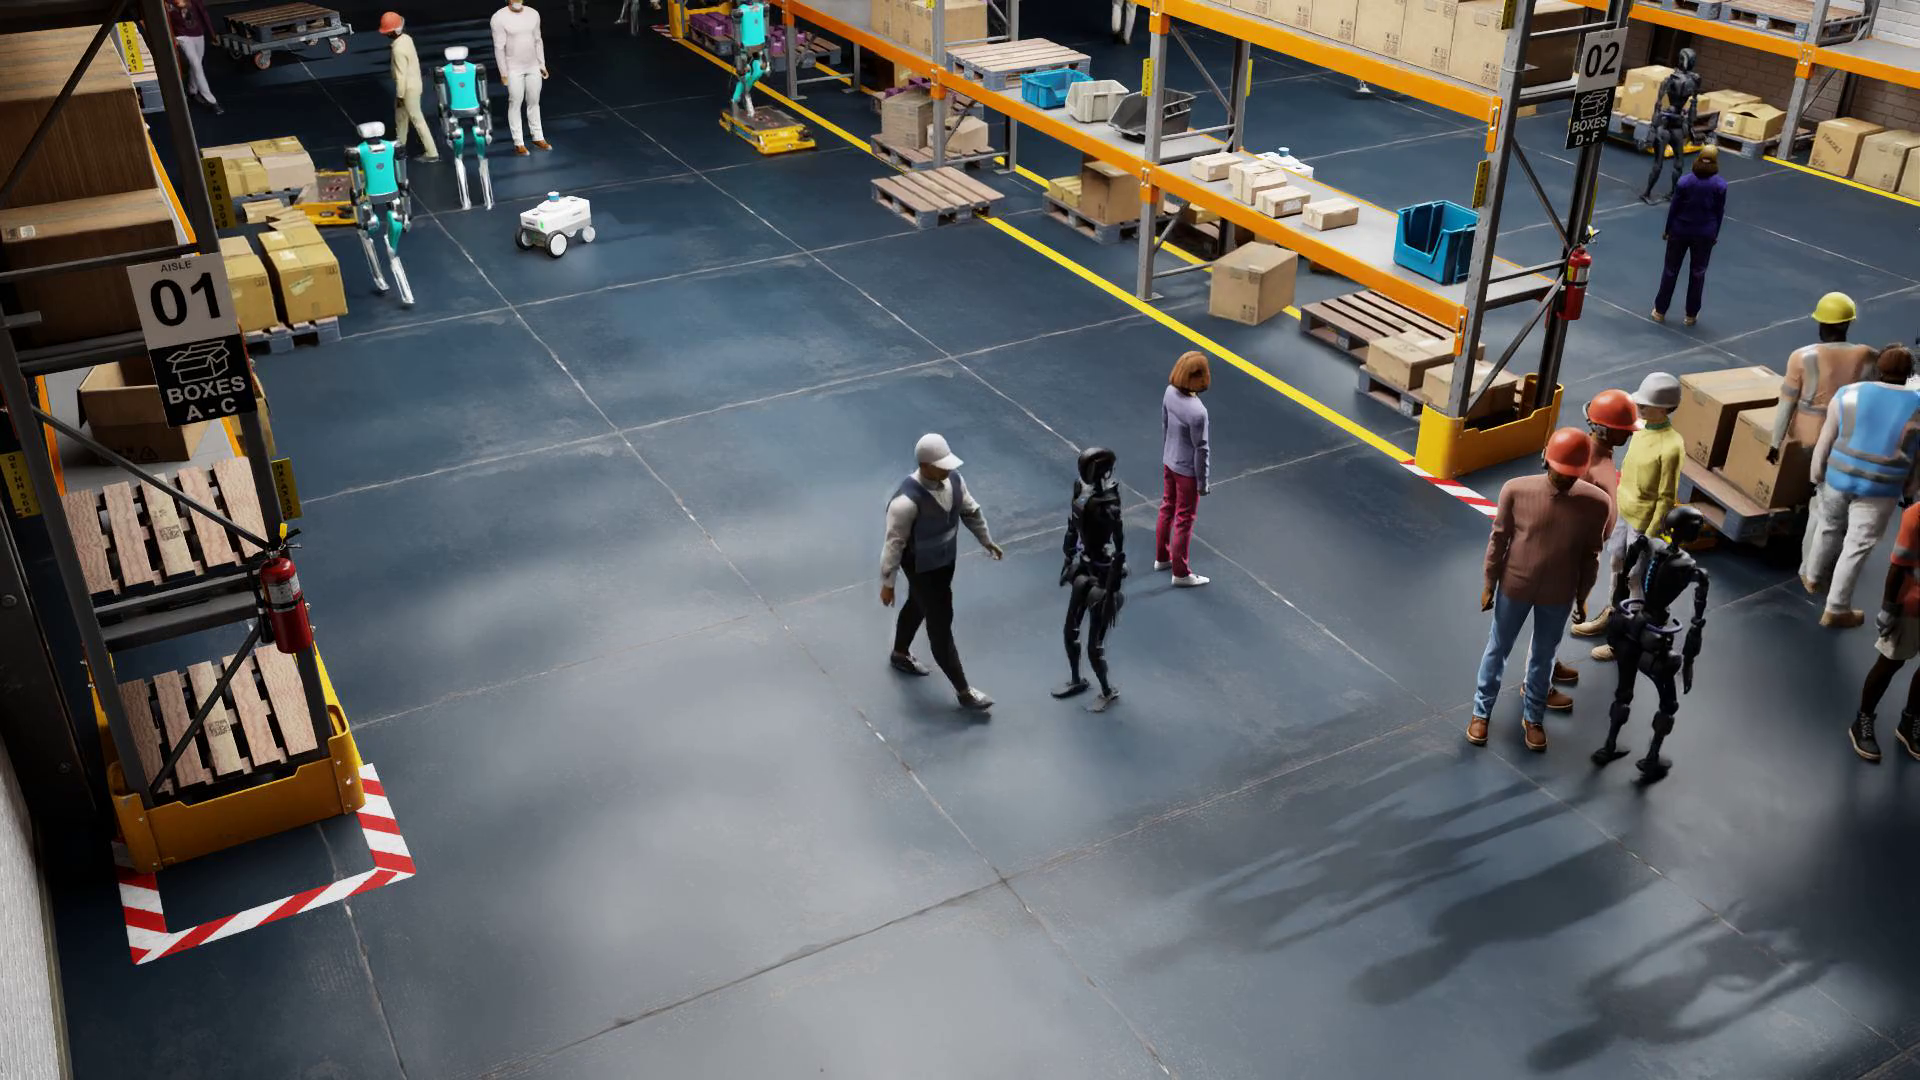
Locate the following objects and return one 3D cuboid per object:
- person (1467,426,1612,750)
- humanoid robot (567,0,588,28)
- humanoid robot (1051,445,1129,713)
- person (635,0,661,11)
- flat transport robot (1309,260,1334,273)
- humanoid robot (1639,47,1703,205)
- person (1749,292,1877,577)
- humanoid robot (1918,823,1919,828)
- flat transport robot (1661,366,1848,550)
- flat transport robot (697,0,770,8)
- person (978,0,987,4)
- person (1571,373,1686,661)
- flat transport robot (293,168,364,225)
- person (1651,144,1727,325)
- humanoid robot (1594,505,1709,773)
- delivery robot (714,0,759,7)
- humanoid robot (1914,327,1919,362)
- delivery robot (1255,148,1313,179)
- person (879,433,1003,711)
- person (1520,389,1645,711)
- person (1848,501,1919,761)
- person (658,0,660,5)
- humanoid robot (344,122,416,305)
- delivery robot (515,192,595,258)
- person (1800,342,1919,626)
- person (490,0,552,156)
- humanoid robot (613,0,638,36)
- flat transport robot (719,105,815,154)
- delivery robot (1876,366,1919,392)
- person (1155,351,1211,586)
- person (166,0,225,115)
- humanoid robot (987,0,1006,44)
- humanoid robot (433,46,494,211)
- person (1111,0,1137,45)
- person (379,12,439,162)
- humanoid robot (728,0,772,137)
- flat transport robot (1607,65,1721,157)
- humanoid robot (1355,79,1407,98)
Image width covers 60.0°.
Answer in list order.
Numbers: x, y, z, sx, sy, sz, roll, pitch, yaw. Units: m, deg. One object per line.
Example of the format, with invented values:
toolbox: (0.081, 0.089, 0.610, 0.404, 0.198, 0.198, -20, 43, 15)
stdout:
person: (3.198, 0.267, 9.217, 0.608, 1.992, 0.379, 6, 30, 10)
humanoid robot: (-5.785, -8.506, 24.800, 0.606, 1.649, 0.355, -6, 30, -11)
humanoid robot: (0.740, 0.231, 9.599, 0.455, 1.655, 0.609, -13, 32, -22)
person: (-4.928, -9.176, 25.806, 0.622, 1.845, 0.431, -12, 32, -20)
flat transport robot: (4.172, -2.710, 16.128, 1.431, 0.231, 0.659, 11, 32, 19)
humanoid robot: (7.541, -4.360, 17.579, 0.607, 1.647, 0.384, -12, 32, -19)
person: (5.674, -0.699, 11.017, 0.611, 1.883, 0.691, 4, 30, 7)
humanoid robot: (5.439, 0.880, 8.499, 0.481, 1.642, 0.616, -22, 36, -33)
flat transport robot: (5.540, -0.233, 11.815, 1.431, 0.231, 0.659, -7, 31, -13)
flat transport robot: (-3.423, -8.639, 26.448, 1.431, 0.231, 0.659, -10, 31, -17)
person: (0.163, -6.747, 21.543, 0.403, 1.890, 0.695, -16, 33, -25)
person: (4.085, -0.141, 10.032, 0.397, 1.887, 0.485, -4, 30, -6)
flat transport robot: (-6.678, -3.678, 17.812, 0.659, 0.231, 1.431, -4, 30, -7)
person: (6.497, -2.717, 14.775, 0.456, 1.623, 0.343, 11, 32, 19)
humanoid robot: (3.802, 0.516, 9.099, 0.422, 1.654, 0.605, -15, 33, -24)
delivery robot: (-3.457, -8.383, 25.731, 0.788, 0.610, 0.499, -5, 30, -9)
humanoid robot: (7.518, -1.450, 12.473, 0.682, 1.808, 0.530, -16, 34, -26)
delivery robot: (3.464, -3.937, 17.976, 0.499, 0.595, 0.792, -17, 34, -27)
person: (-0.101, 0.151, 9.691, 0.902, 1.711, 0.767, 20, 35, 31)
person: (3.584, 0.040, 9.610, 0.395, 1.991, 0.621, 13, 33, 22)
person: (5.335, 0.354, 9.103, 0.604, 1.958, 0.376, 1, 30, 1)
person: (-4.746, -9.232, 26.002, 0.597, 1.742, 0.386, -6, 30, -11)
humanoid robot: (-5.317, -2.994, 15.170, 0.534, 1.749, 1.014, -19, 35, -30)
delivery robot: (-4.047, -3.180, 16.653, 0.499, 0.589, 0.782, 19, 35, 29)
person: (5.706, -0.357, 10.503, 0.644, 1.805, 0.667, 21, 36, 32)
person: (-5.050, -5.437, 19.205, 0.627, 1.934, 0.370, -26, 39, -37)
humanoid robot: (-4.938, -8.365, 24.510, 0.567, 1.752, 0.852, 10, 31, 17)
flat transport robot: (-2.338, -4.954, 20.034, 0.659, 0.231, 1.431, -15, 33, -25)
delivery robot: (7.344, -1.094, 13.015, 0.499, 0.583, 0.767, 6, 30, 10)
person: (1.471, -0.469, 10.850, 0.286, 1.636, 0.499, -12, 32, -19)
person: (-9.644, -6.353, 20.829, 1.008, 1.896, 0.510, 22, 37, 33)
humanoid robot: (0.465, -7.757, 23.505, 0.443, 1.647, 0.613, 10, 31, 16)
humanoid robot: (-5.184, -4.340, 17.482, 0.533, 1.761, 0.713, -10, 31, -16)
person: (2.394, -8.001, 23.742, 0.589, 1.855, 0.539, 5, 30, 9)
person: (-6.398, -5.125, 18.875, 0.775, 1.714, 0.586, -5, 30, -9)
humanoid robot: (-2.586, -5.624, 19.818, 0.682, 1.892, 0.543, 26, 39, 38)
flat transport robot: (8.143, -4.890, 19.923, 0.659, 0.231, 1.431, -15, 33, -25)
humanoid robot: (5.379, -6.429, 21.146, 1.020, 1.742, 0.545, 1, 30, 2)
